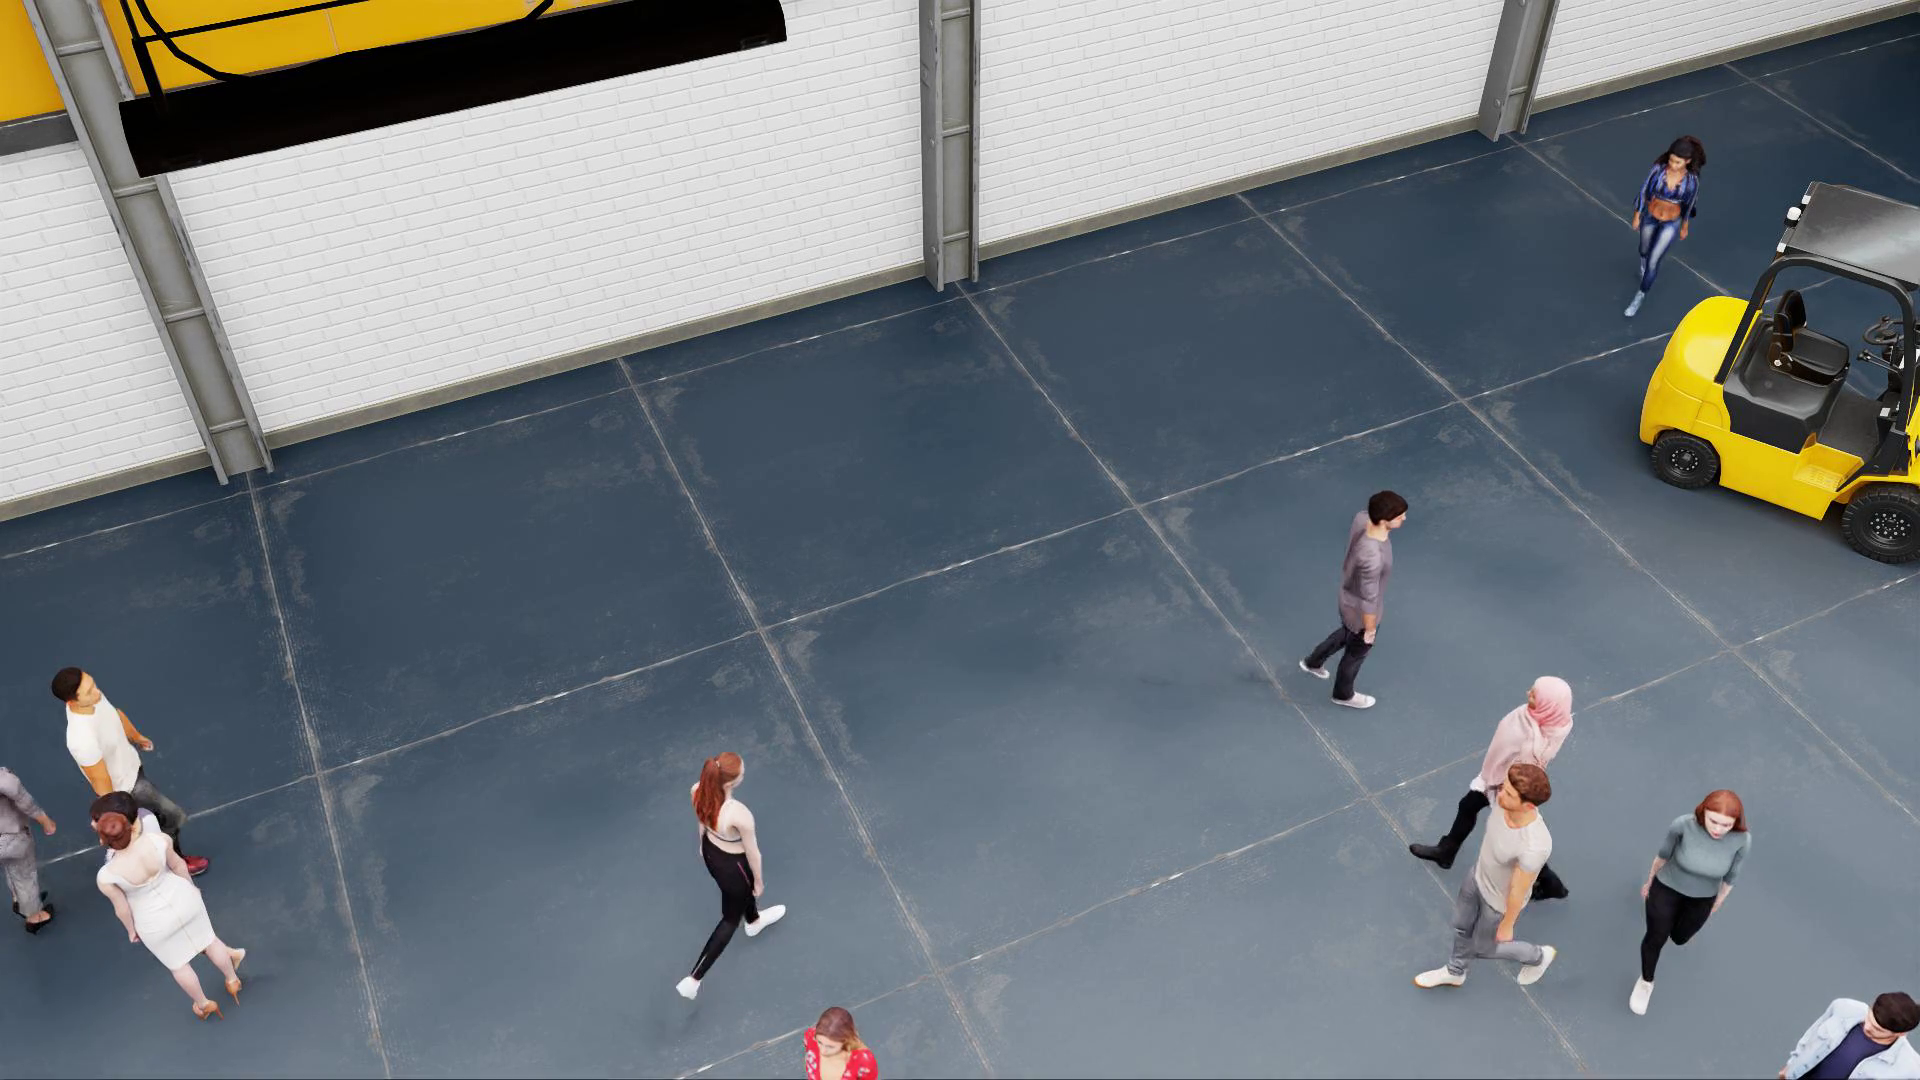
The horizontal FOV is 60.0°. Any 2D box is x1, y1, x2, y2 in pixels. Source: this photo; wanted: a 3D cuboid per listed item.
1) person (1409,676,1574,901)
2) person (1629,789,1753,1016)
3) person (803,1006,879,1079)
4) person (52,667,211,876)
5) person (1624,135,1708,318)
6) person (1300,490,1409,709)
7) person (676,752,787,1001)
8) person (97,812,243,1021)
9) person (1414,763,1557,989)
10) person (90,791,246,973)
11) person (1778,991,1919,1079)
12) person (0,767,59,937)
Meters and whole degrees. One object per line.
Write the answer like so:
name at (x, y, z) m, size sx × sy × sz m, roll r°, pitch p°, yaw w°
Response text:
person at (3.215, 1.454, 9.422) m, size 1.170 × 1.765 × 1.159 m, roll 17°, pitch 46°, yaw 17°
person at (3.920, 1.855, 9.029) m, size 0.913 × 1.727 × 0.989 m, roll 15°, pitch 46°, yaw 16°
person at (-0.525, 2.723, 8.248) m, size 0.996 × 1.547 × 1.104 m, roll 17°, pitch 46°, yaw 17°
person at (-4.894, 1.381, 9.485) m, size 0.669 × 1.783 × 0.660 m, roll -21°, pitch 47°, yaw -20°
person at (5.878, -2.693, 13.899) m, size 0.996 × 1.593 × 1.167 m, roll 23°, pitch 48°, yaw 22°
person at (2.460, 0.375, 10.498) m, size 0.914 × 1.842 × 0.869 m, roll 3°, pitch 44°, yaw 3°
person at (-1.327, 1.841, 9.051) m, size 0.929 × 1.717 × 1.196 m, roll 29°, pitch 51°, yaw 27°
person at (-4.208, 1.997, 8.833) m, size 0.699 × 1.791 × 0.560 m, roll 30°, pitch 51°, yaw 28°
person at (2.971, 1.864, 8.910) m, size 1.070 × 1.878 × 0.864 m, roll -5°, pitch 44°, yaw -5°
person at (-4.349, 1.899, 9.118) m, size 0.972 × 1.540 × 0.803 m, roll 1°, pitch 44°, yaw 1°
person at (4.224, 2.702, 8.079) m, size 0.566 × 1.810 × 0.681 m, roll -21°, pitch 47°, yaw -20°
person at (-5.345, 1.701, 9.250) m, size 0.734 × 1.644 × 0.822 m, roll 3°, pitch 44°, yaw 3°
